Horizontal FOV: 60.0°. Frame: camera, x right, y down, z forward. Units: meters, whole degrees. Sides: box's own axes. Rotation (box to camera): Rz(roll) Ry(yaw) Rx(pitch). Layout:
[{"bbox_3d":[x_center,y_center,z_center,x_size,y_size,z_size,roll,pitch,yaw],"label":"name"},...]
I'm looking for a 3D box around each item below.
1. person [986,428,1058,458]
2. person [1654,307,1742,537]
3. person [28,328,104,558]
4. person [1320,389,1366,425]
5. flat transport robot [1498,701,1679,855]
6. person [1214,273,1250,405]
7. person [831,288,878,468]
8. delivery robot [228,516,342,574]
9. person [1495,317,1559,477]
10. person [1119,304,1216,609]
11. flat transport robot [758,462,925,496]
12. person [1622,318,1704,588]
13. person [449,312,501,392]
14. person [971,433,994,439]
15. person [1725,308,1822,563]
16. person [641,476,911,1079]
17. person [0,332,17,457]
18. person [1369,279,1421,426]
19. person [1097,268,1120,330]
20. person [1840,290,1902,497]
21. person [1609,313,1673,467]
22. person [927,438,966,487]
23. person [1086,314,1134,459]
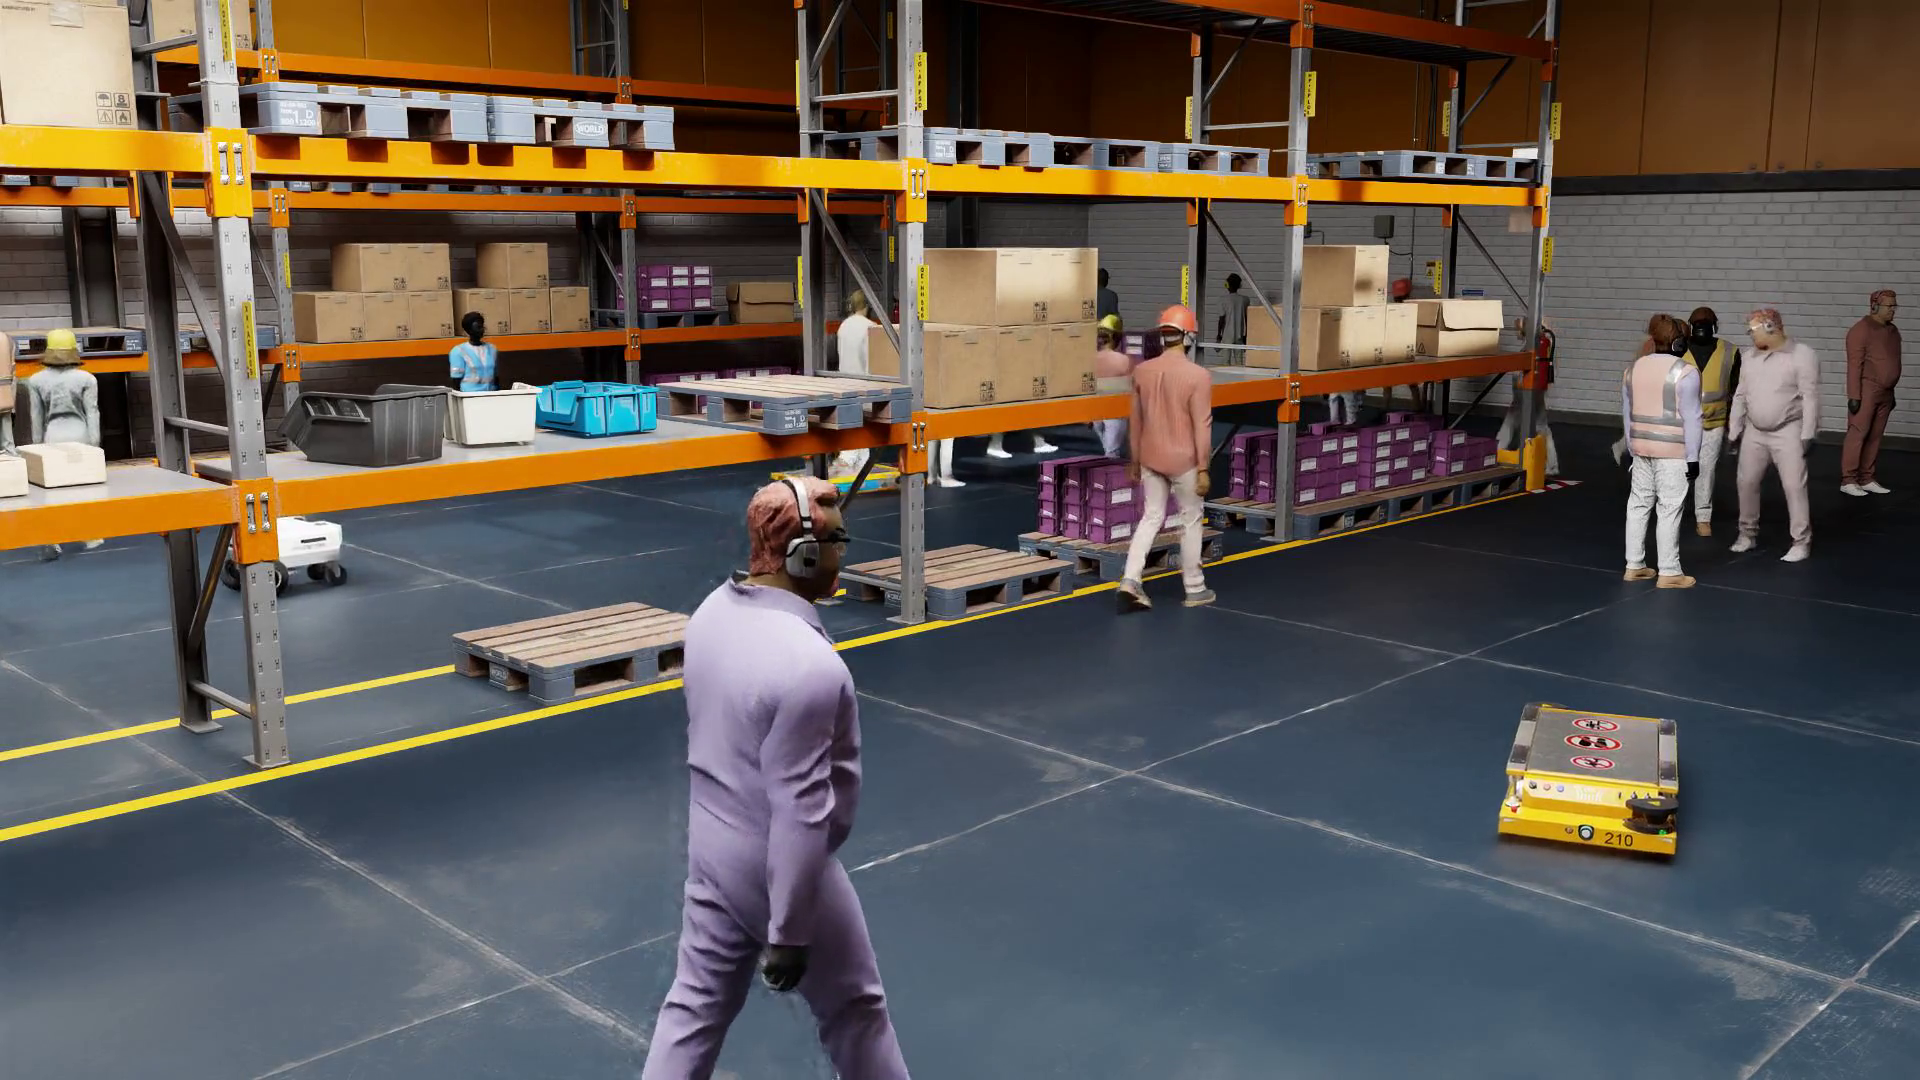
[{"bbox_3d":[0.665,-1.834,18.107,0.968,1.876,0.603,-5,11,-24],"label":"person"},{"bbox_3d":[5.894,-0.943,13.331,0.629,1.842,0.429,4,11,19],"label":"person"},{"bbox_3d":[-6.752,-0.736,12.550,0.492,1.719,0.774,-2,11,-10],"label":"person"},{"bbox_3d":[3.694,-1.460,16.133,0.531,1.850,0.586,9,14,42],"label":"person"},{"bbox_3d":[2.712,0.981,7.123,0.652,0.197,1.431,4,11,22],"label":"flat transport robot"},{"bbox_3d":[3.872,-2.851,23.663,0.532,1.868,0.310,-3,11,-16],"label":"person"},{"bbox_3d":[-0.975,-1.429,15.811,0.521,1.905,0.650,-6,12,-31],"label":"person"},{"bbox_3d":[-4.586,0.026,11.303,0.477,0.478,0.707,10,14,42],"label":"delivery robot"},{"bbox_3d":[5.627,-1.429,16.654,0.866,1.591,0.537,8,13,37],"label":"person"},{"bbox_3d":[1.344,-0.515,10.651,0.628,1.973,0.806,9,14,41],"label":"person"},{"bbox_3d":[-1.092,-0.545,15.439,1.431,0.197,0.652,-8,13,-37],"label":"flat transport robot"},{"bbox_3d":[4.838,-0.595,11.431,0.429,1.844,0.627,-5,11,-25],"label":"person"},{"bbox_3d":[-4.551,-1.306,15.771,0.319,1.687,0.601,7,13,35],"label":"person"},{"bbox_3d":[0.331,-2.078,19.727,0.533,1.768,0.310,-9,14,-42],"label":"person"},{"bbox_3d":[6.077,-0.786,12.411,0.402,1.866,0.703,-6,12,-29],"label":"person"},{"bbox_3d":[-0.406,0.765,3.990,0.993,1.852,0.643,-7,13,-34],"label":"person"},{"bbox_3d":[-8.218,-1.119,14.062,0.374,1.923,0.595,1,10,6],"label":"person"},{"bbox_3d":[5.552,-2.356,20.986,0.954,1.858,0.581,-8,13,-37],"label":"person"},{"bbox_3d":[2.008,-2.909,23.789,0.632,1.940,0.372,7,13,35],"label":"person"},{"bbox_3d":[8.484,-1.360,15.430,0.655,1.905,0.407,-6,12,-30],"label":"person"},{"bbox_3d":[7.072,-1.517,17.063,0.685,1.616,0.521,1,10,7],"label":"person"},{"bbox_3d":[-0.156,-1.327,15.993,0.269,1.631,0.506,-9,14,-41],"label":"person"},{"bbox_3d":[1.248,-1.054,14.199,0.810,1.738,0.521,-9,14,-40],"label":"person"}]
